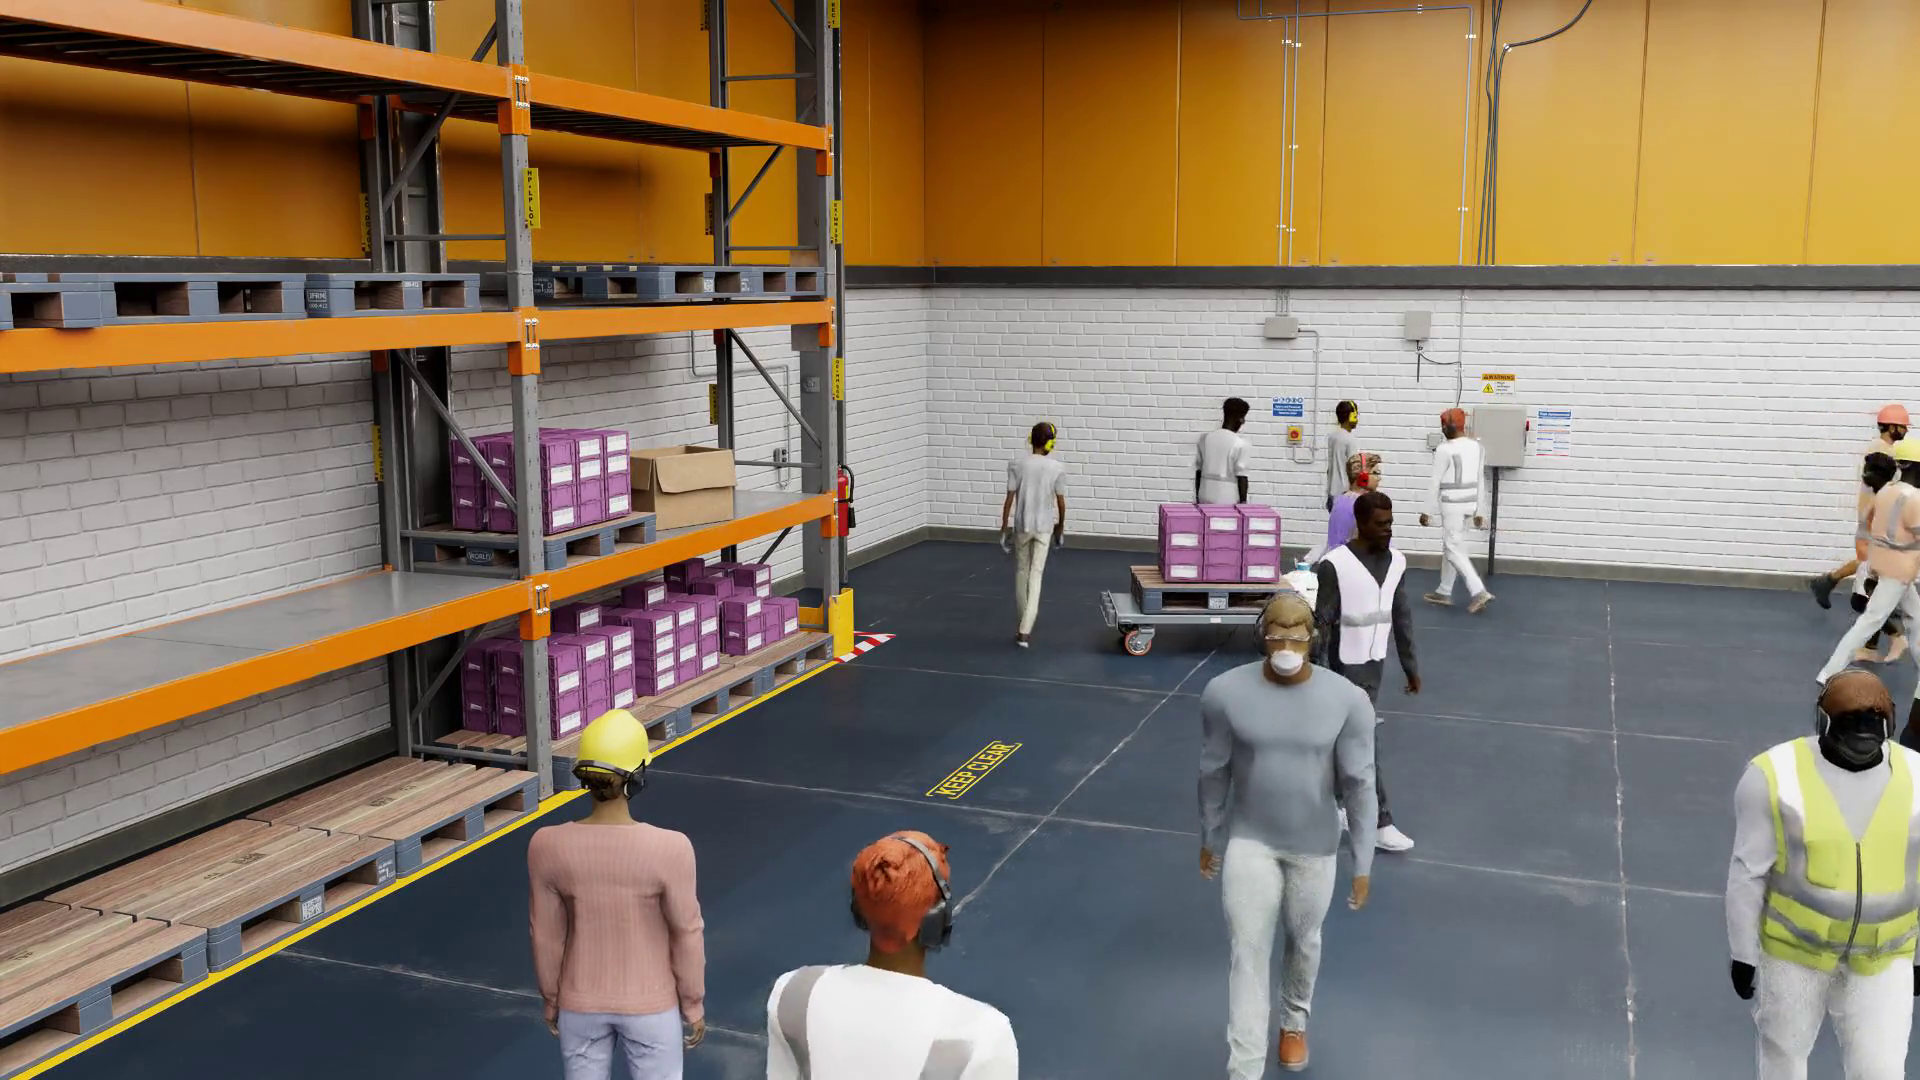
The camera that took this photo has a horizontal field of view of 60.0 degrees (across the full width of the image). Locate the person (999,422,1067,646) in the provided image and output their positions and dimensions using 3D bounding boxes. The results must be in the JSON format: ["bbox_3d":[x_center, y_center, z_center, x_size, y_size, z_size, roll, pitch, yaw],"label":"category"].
[{"bbox_3d":[0.620,-0.071,13.841,0.543,1.818,0.928,2,9,10],"label":"person"}]

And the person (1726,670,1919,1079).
[{"bbox_3d":[2.747,1.315,5.186,0.651,1.807,0.866,3,9,15],"label":"person"}]

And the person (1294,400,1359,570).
[{"bbox_3d":[3.624,-0.425,16.016,0.737,1.843,0.545,-1,9,-9],"label":"person"}]

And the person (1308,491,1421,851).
[{"bbox_3d":[2.233,0.689,8.851,0.627,1.885,0.868,-7,11,-36],"label":"person"}]

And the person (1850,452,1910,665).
[{"bbox_3d":[7.102,0.164,12.830,0.414,1.686,0.539,5,10,30],"label":"person"}]

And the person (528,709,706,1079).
[{"bbox_3d":[-1.007,1.374,4.953,0.522,1.769,0.310,1,9,6],"label":"person"}]

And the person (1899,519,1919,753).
[{"bbox_3d":[4.900,0.724,8.347,0.518,1.980,0.644,8,12,42],"label":"person"}]

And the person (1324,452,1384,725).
[{"bbox_3d":[2.659,0.322,11.300,0.396,1.847,0.565,-1,9,-5],"label":"person"}]

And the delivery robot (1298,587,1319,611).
[{"bbox_3d":[3.175,0.520,13.810,0.707,0.478,0.477,1,9,8],"label":"delivery robot"}]

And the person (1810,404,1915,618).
[{"bbox_3d":[8.036,-0.254,14.721,0.736,1.914,0.560,5,10,27],"label":"person"}]

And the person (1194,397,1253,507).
[{"bbox_3d":[2.393,-0.377,15.494,0.627,1.920,0.875,7,12,38],"label":"person"}]

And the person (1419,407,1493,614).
[{"bbox_3d":[4.536,-0.270,15.037,0.577,1.858,0.813,-7,11,-36],"label":"person"}]

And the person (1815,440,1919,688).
[{"bbox_3d":[6.725,0.213,11.941,1.044,1.869,0.594,2,9,14],"label":"person"}]

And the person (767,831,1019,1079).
[{"bbox_3d":[-0.131,1.542,3.582,0.594,1.870,0.429,4,10,26],"label":"person"}]

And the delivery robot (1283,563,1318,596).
[{"bbox_3d":[2.944,0.439,14.319,0.707,0.478,0.477,-3,9,-17],"label":"delivery robot"}]

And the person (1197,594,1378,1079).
[{"bbox_3d":[1.176,1.140,6.043,0.654,1.881,1.032,2,9,12],"label":"person"}]
